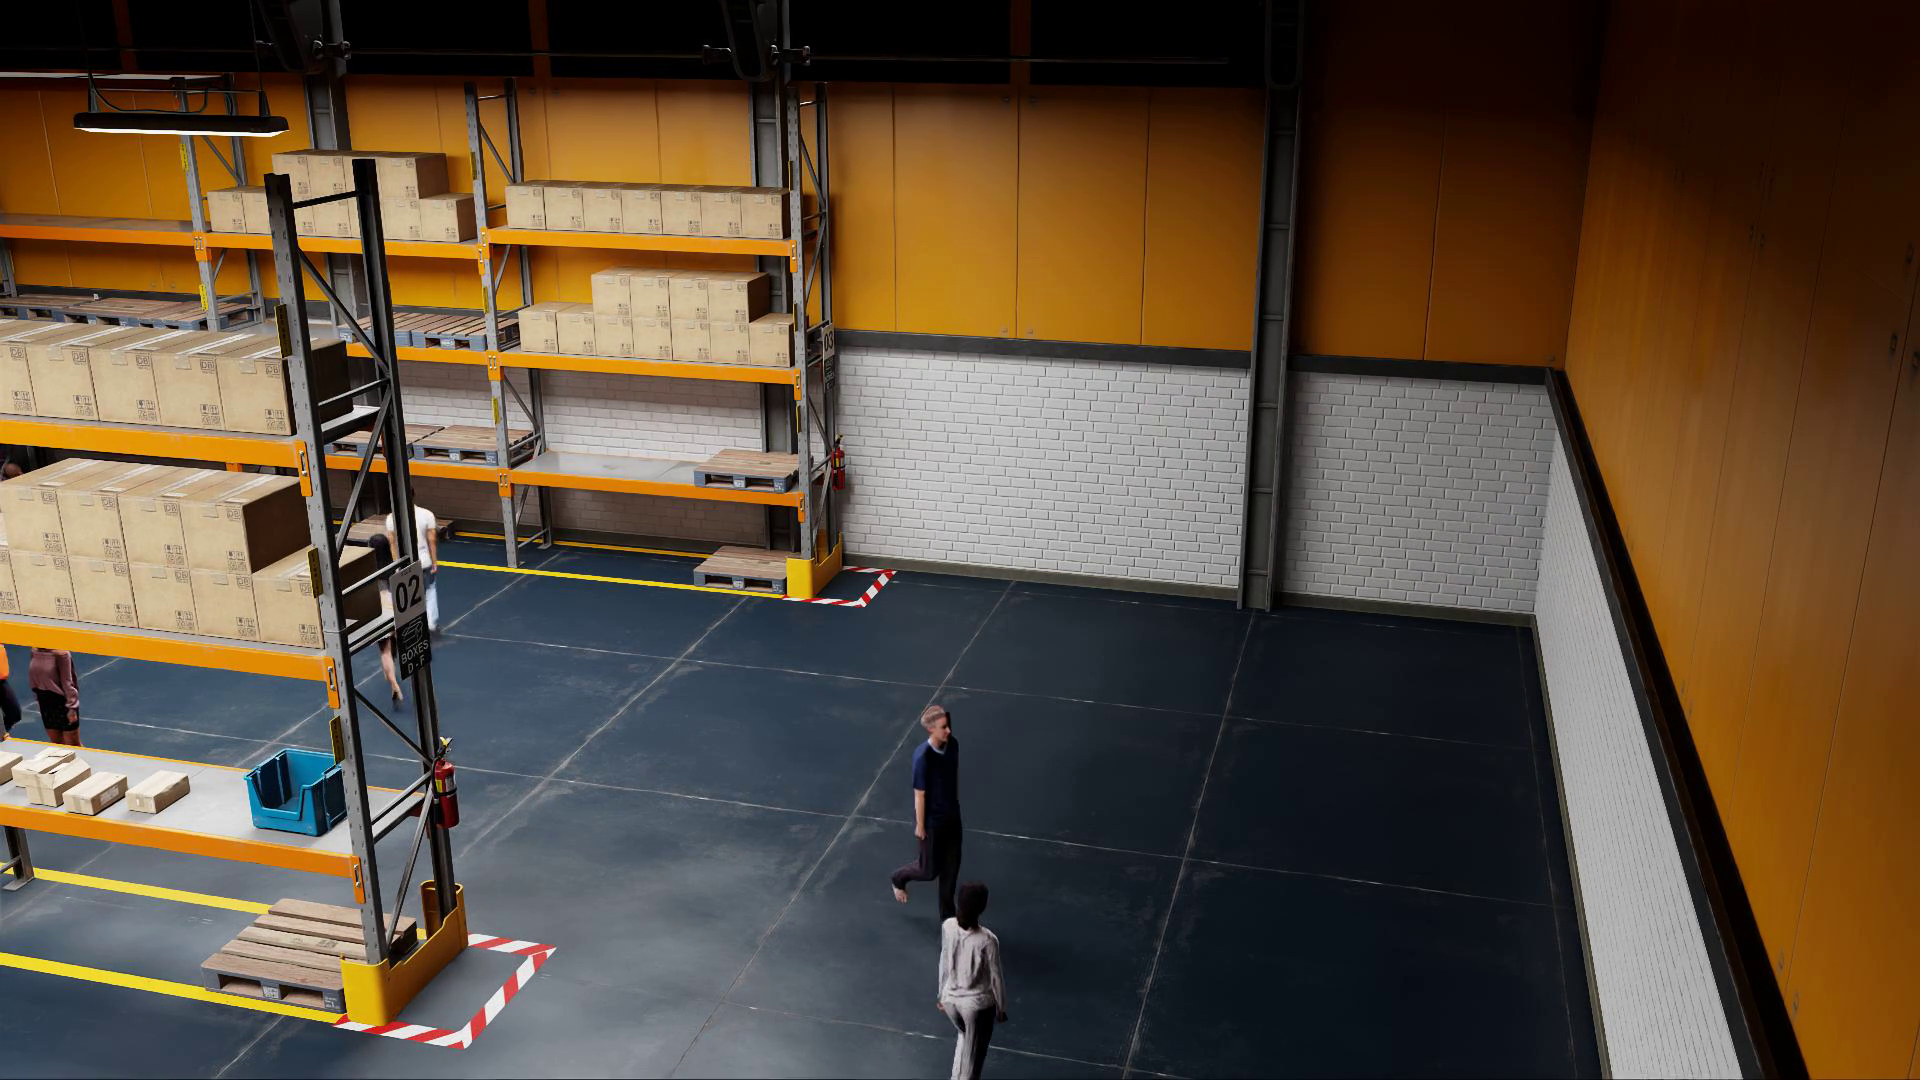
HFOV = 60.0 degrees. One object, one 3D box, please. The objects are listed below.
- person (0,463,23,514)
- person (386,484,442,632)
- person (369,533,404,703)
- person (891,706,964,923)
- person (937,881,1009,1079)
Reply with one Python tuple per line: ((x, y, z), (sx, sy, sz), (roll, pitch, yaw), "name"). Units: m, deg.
((-10.803, 0.032, 19.218), (0.729, 1.904, 0.852), (-4, 19, -12), "person")
((-6.105, 0.263, 18.622), (0.774, 1.845, 0.856), (-7, 20, -20), "person")
((-5.908, 0.839, 17.104), (1.158, 1.722, 1.193), (-10, 21, -26), "person")
((-0.245, 2.151, 13.006), (1.057, 1.853, 0.915), (16, 24, 39), "person")
((0.011, 3.007, 10.611), (0.672, 1.758, 0.766), (12, 22, 32), "person")
